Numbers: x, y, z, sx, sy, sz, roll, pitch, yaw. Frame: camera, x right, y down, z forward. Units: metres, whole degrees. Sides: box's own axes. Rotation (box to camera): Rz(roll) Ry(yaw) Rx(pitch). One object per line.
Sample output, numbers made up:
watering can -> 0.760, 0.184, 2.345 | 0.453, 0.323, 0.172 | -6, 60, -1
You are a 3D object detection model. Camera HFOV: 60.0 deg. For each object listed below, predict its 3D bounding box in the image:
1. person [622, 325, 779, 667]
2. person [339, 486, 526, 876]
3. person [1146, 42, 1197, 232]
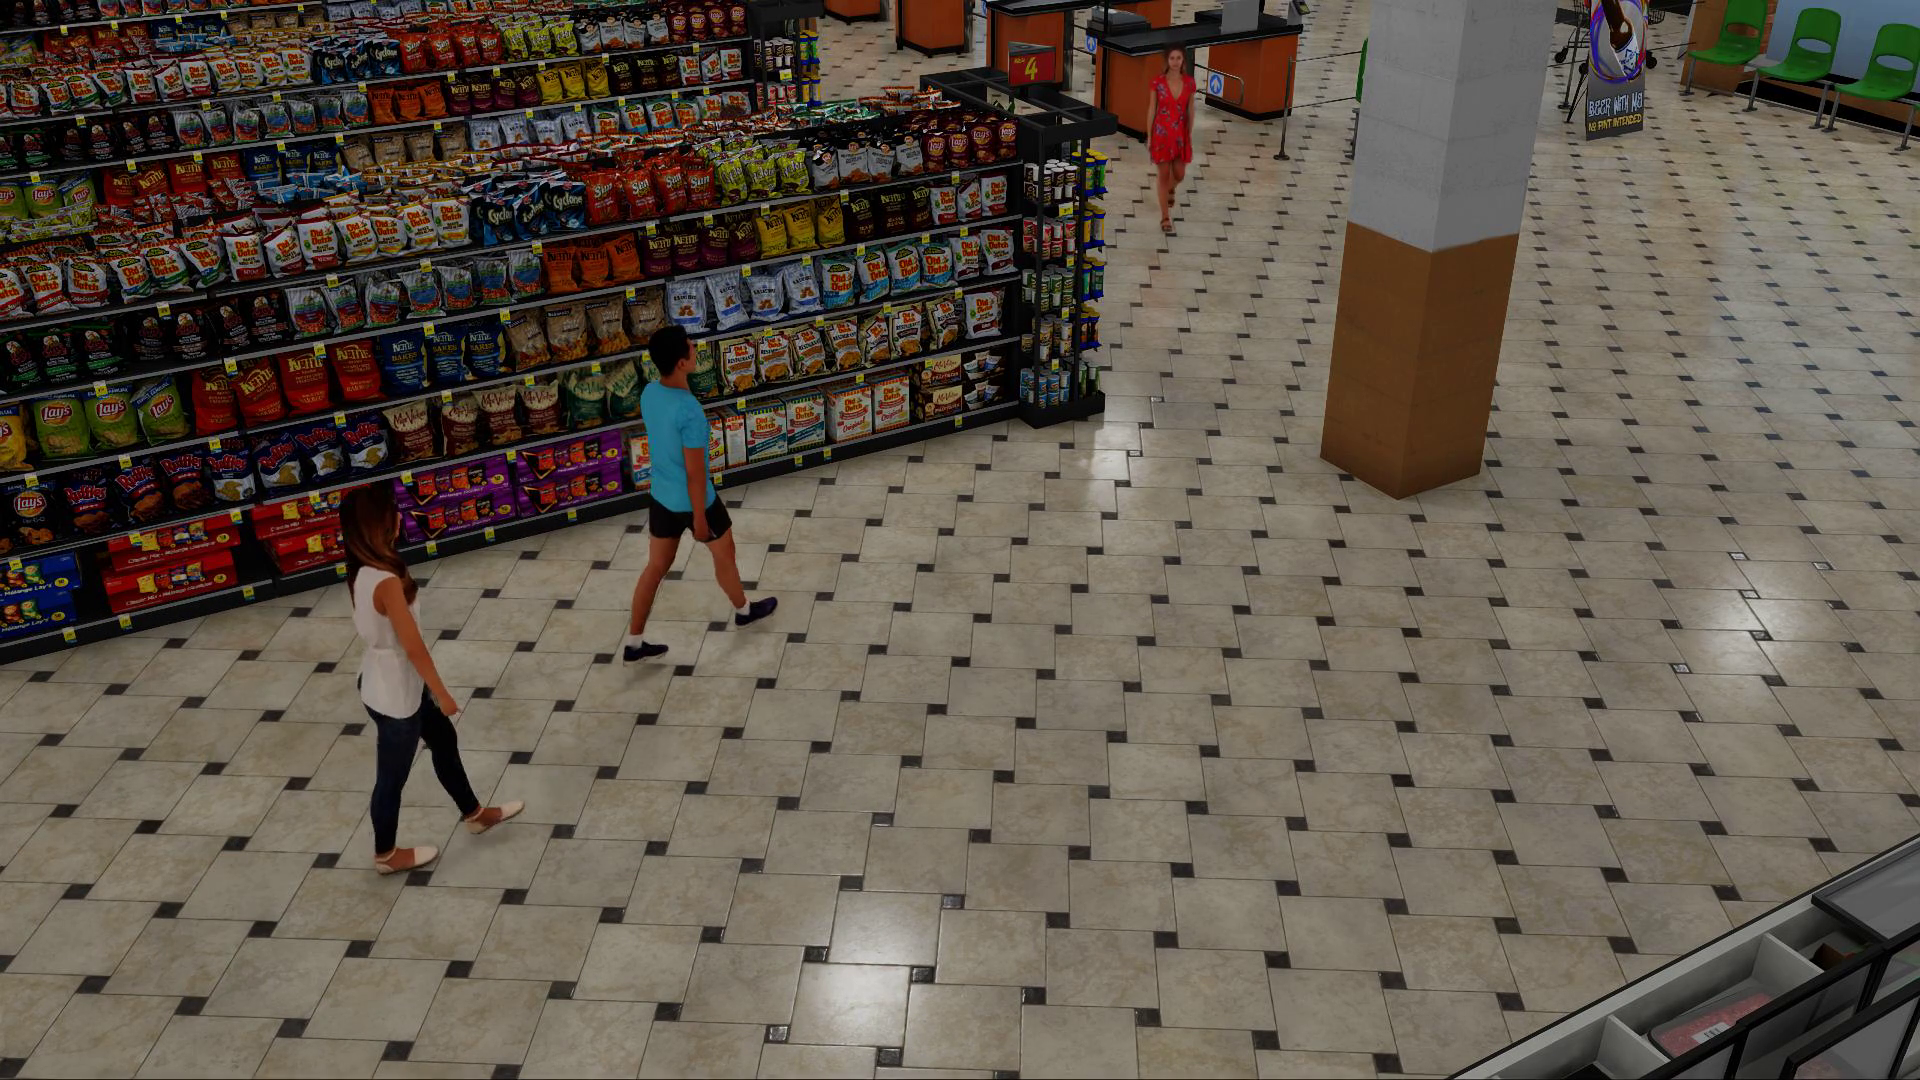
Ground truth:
person -> -1.429, -0.158, 8.089 | 1.215, 1.729, 0.830 | -24, 37, -37
person -> -2.338, 0.620, 6.625 | 0.875, 1.767, 0.637 | -14, 32, -24
person -> 1.805, -3.494, 14.354 | 0.833, 1.579, 0.839 | 0, 29, 0
